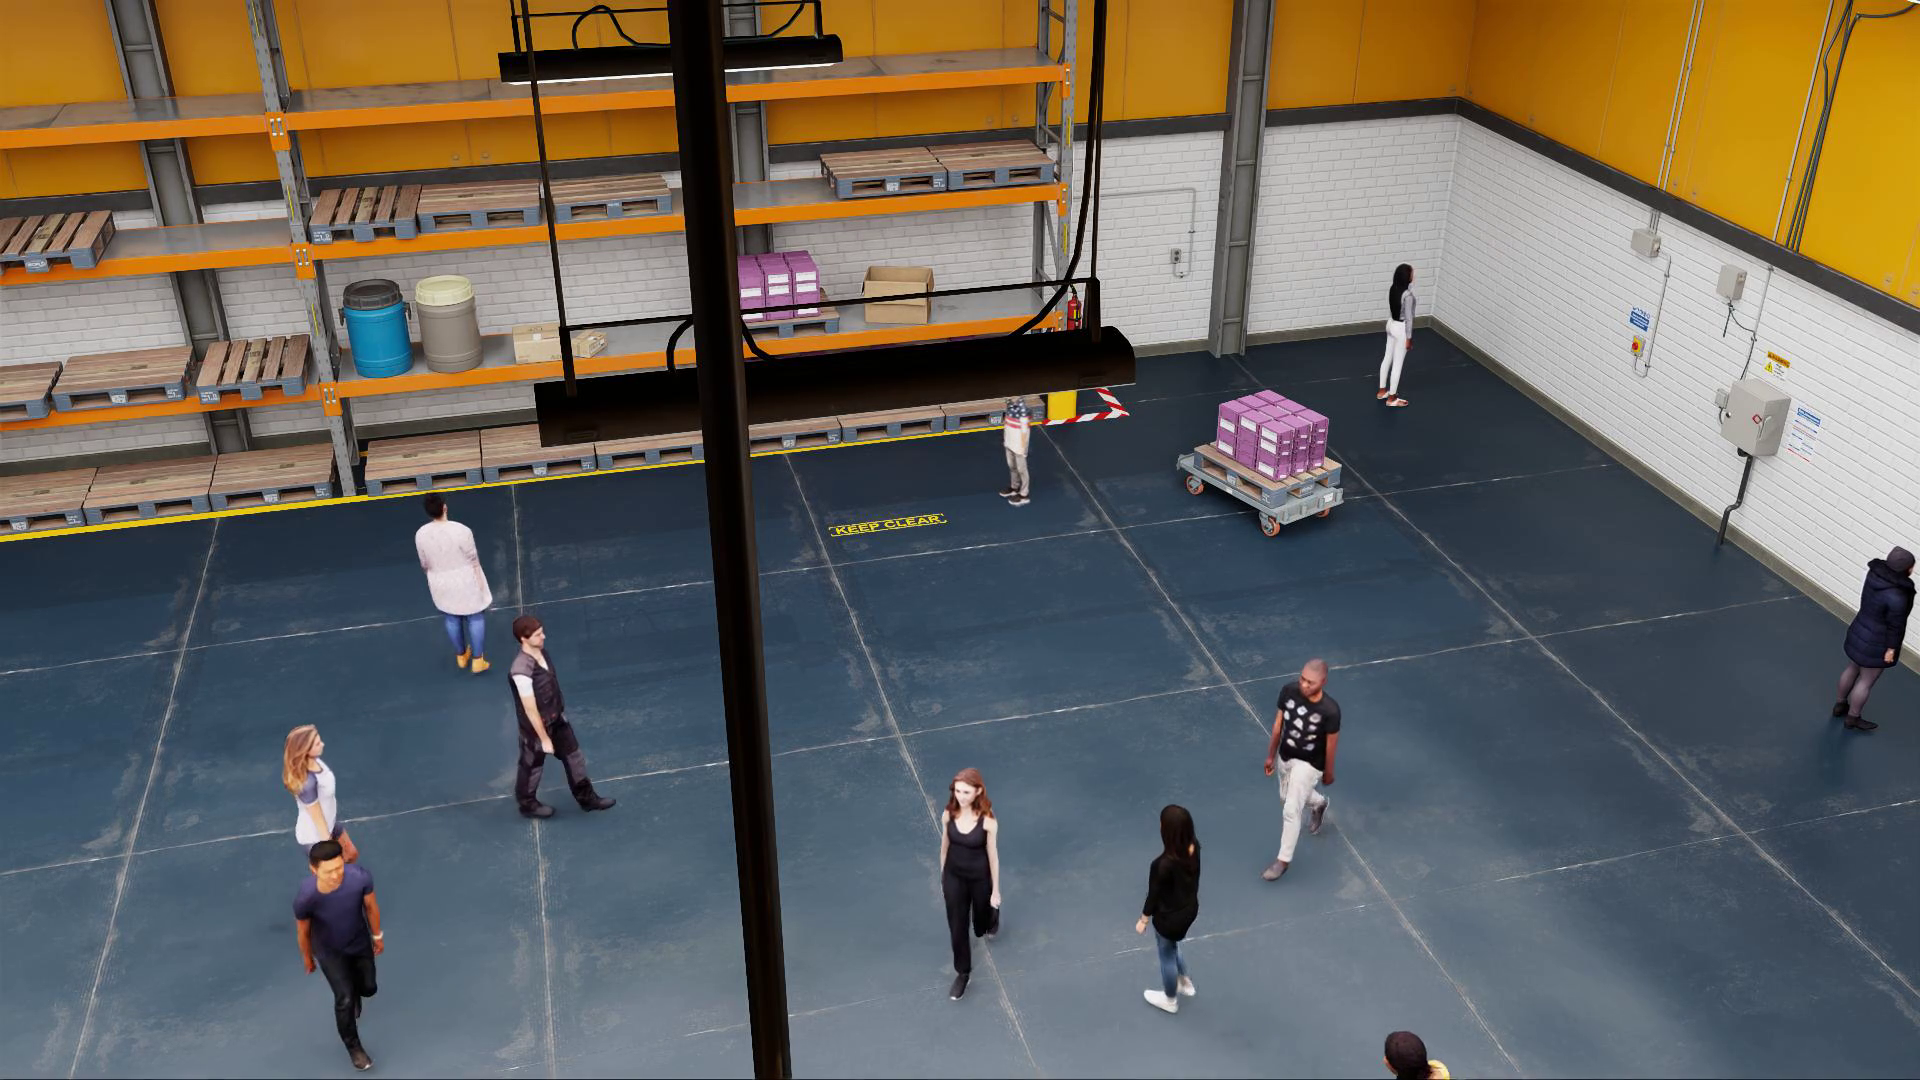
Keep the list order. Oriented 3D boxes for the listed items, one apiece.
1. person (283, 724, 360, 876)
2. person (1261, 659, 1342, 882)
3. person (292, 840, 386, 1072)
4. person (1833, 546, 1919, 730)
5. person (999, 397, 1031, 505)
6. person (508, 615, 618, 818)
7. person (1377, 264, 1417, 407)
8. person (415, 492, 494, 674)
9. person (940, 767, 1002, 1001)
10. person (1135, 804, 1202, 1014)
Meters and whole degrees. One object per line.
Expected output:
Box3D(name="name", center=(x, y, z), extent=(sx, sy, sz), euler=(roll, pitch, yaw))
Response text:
Box3D(name="person", center=(-4.516, 2.018, 11.495), extent=(0.585, 1.720, 0.608), euler=(-5, 29, -9))
Box3D(name="person", center=(2.557, 1.598, 12.207), extent=(1.241, 1.775, 1.007), euler=(-24, 37, -37))
Box3D(name="person", center=(-3.919, 2.527, 10.519), extent=(0.919, 1.760, 0.890), euler=(-16, 33, -27))
Box3D(name="person", center=(7.577, 0.796, 13.782), extent=(0.712, 1.675, 0.726), euler=(-1, 29, -2))
Box3D(name="person", center=(0.602, -1.079, 17.467), extent=(0.554, 1.438, 0.557), euler=(-16, 33, -27))
Box3D(name="person", center=(-3.273, 1.367, 12.586), extent=(1.098, 1.818, 0.897), euler=(3, 29, 6))
Box3D(name="person", center=(5.185, -2.444, 19.671), extent=(0.514, 1.724, 0.584), euler=(-7, 29, -12))
Box3D(name="person", center=(-4.404, 0.368, 14.505), extent=(0.791, 1.734, 0.897), euler=(7, 29, 12))
Box3D(name="person", center=(0.105, 2.216, 11.125), extent=(1.035, 1.725, 0.987), euler=(9, 30, 16))
Box3D(name="person", center=(1.443, 2.441, 10.806), extent=(0.742, 1.637, 0.668), euler=(21, 35, 33))
